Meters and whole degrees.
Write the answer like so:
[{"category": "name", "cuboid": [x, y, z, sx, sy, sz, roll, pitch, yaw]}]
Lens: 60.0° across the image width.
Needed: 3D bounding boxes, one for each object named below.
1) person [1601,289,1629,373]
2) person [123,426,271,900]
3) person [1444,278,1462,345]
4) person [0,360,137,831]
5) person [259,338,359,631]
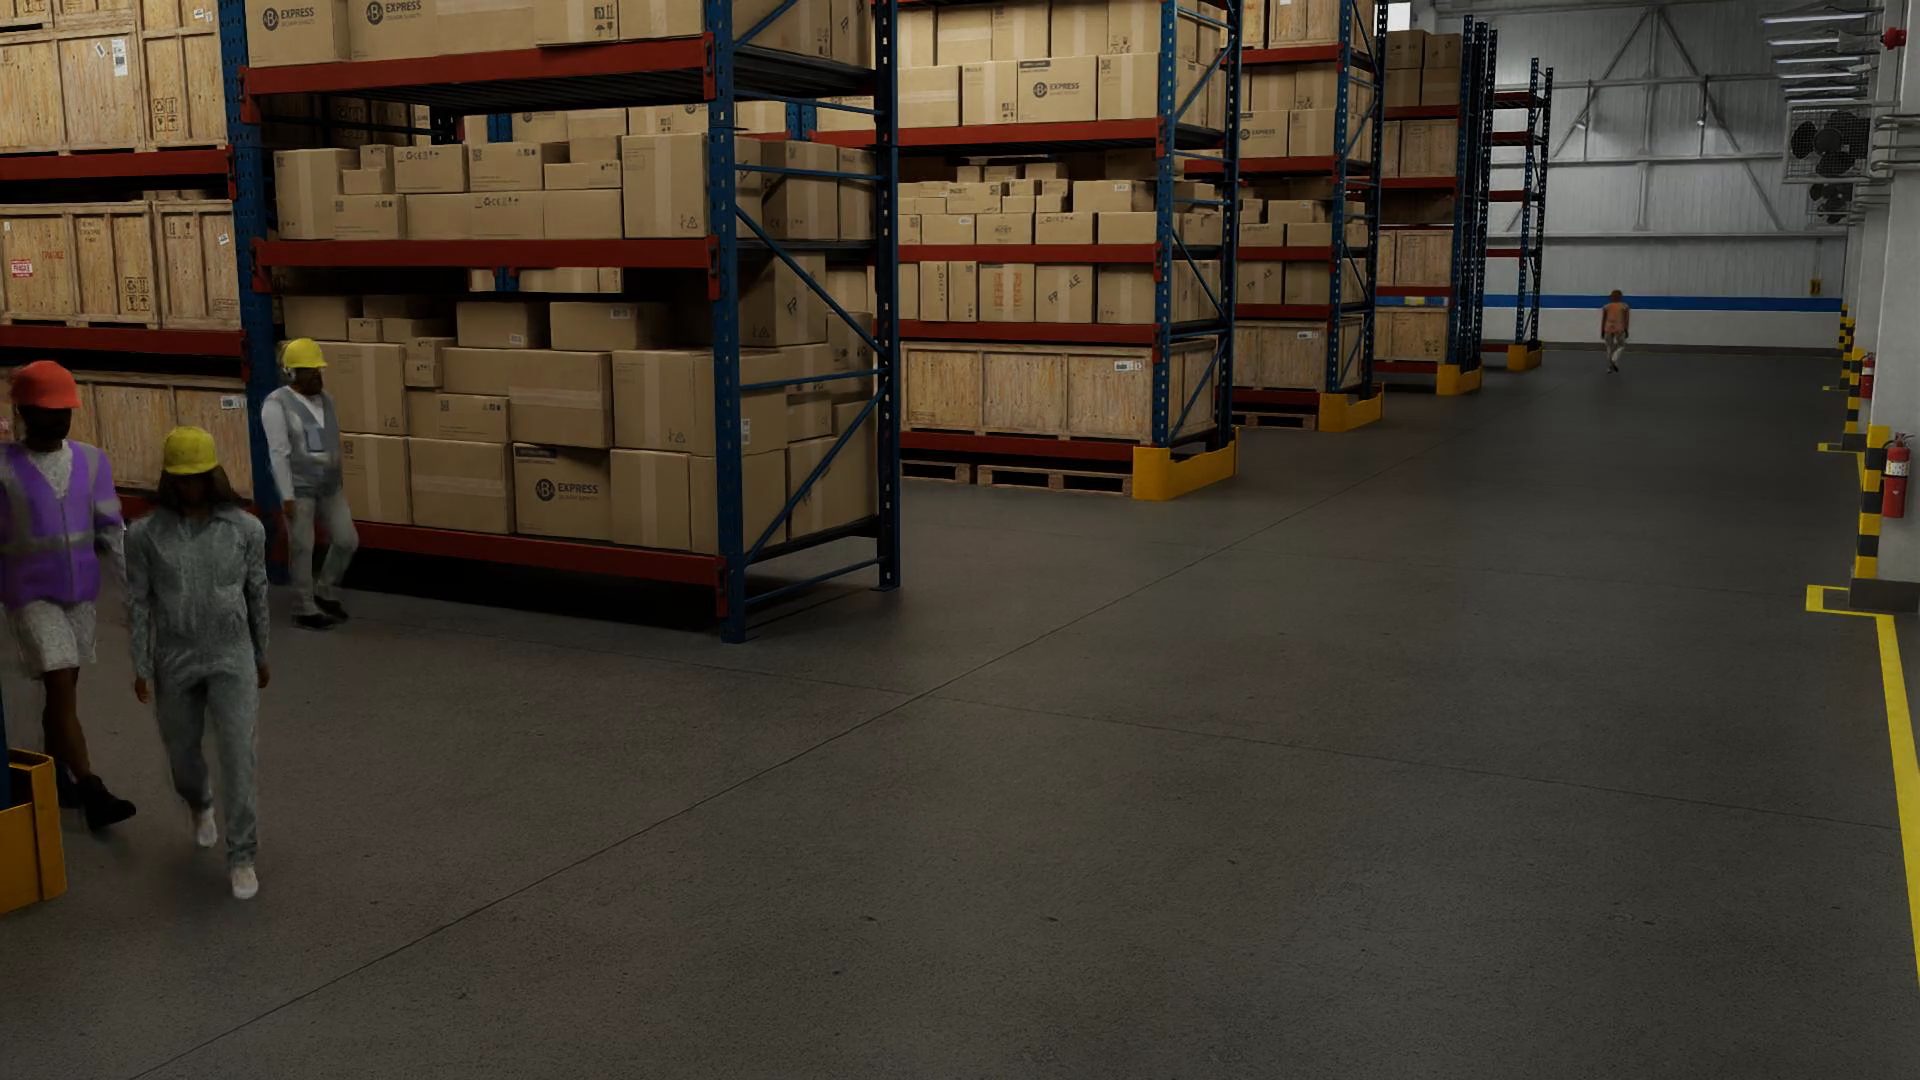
[{"category": "person", "cuboid": [12.698, -4.041, 32.251, 0.536, 1.620, 0.400, 7, 12, 37]}, {"category": "person", "cuboid": [-2.827, 0.415, 6.217, 0.483, 1.718, 0.757, -5, 11, -25]}, {"category": "person", "cuboid": [9.716, -4.222, 32.510, 0.816, 1.907, 0.550, 4, 10, 20]}, {"category": "person", "cuboid": [-3.612, 0.228, 6.769, 0.952, 1.892, 0.572, 6, 11, 31]}, {"category": "person", "cuboid": [-3.992, -0.327, 10.223, 0.433, 1.817, 0.597, 5, 11, 25]}]
